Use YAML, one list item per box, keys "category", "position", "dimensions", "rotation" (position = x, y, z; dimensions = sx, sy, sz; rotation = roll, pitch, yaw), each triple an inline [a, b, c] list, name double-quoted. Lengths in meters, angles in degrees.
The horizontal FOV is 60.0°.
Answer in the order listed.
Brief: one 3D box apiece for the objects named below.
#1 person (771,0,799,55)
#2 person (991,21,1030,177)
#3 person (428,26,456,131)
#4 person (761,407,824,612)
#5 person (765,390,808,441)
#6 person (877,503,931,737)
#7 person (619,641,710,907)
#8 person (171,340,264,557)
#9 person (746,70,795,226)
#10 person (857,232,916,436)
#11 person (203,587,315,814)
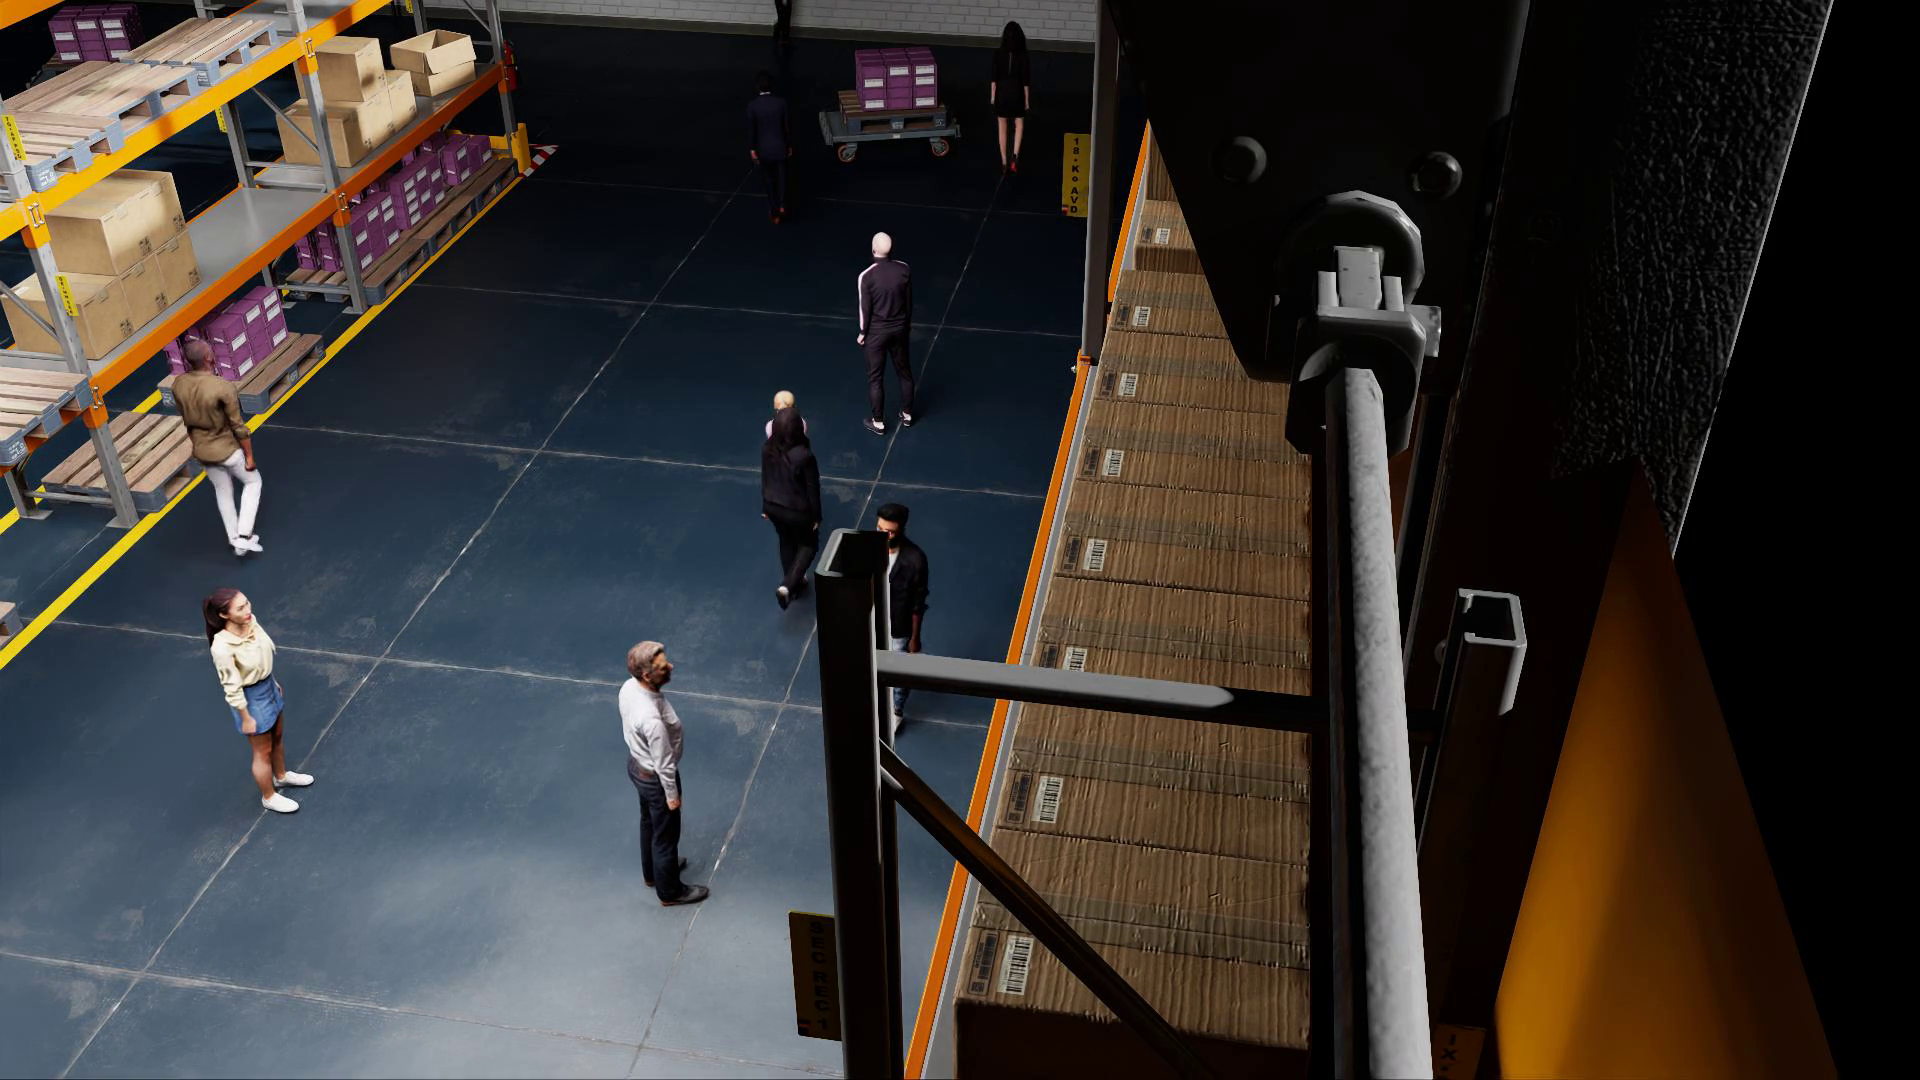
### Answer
- category: "person"
  position: [-2.490, -7.689, 23.393]
  dimensions: [0.698, 1.640, 0.534]
  rotation: [-1, 34, -2]
- category: "person"
  position: [0.566, -5.052, 19.290]
  dimensions: [0.630, 1.791, 0.727]
  rotation: [3, 34, 5]
- category: "person"
  position: [-6.443, -5.581, 20.407]
  dimensions: [0.710, 1.436, 0.623]
  rotation: [-11, 35, -16]
- category: "person"
  position: [-1.257, -0.183, 12.134]
  dimensions: [0.780, 1.603, 0.932]
  rotation: [13, 36, 18]
- category: "person"
  position: [-1.343, -0.568, 13.019]
  dimensions: [0.613, 1.264, 0.757]
  rotation: [-3, 34, -5]
- category: "person"
  position: [-0.408, 0.468, 10.973]
  dimensions: [0.861, 1.804, 0.911]
  rotation: [22, 40, 30]
- category: "person"
  position: [-1.762, 1.340, 9.649]
  dimensions: [0.793, 1.818, 0.706]
  rotation: [-17, 37, -24]
- category: "person"
  position: [-5.652, -0.634, 12.622]
  dimensions: [0.729, 1.814, 0.657]
  rotation: [5, 34, 7]
- category: "person"
  position: [-2.033, -4.220, 18.104]
  dimensions: [0.792, 1.717, 0.856]
  rotation: [-7, 34, -11]
- category: "person"
  position: [-0.630, -1.780, 14.325]
  dimensions: [0.764, 1.837, 0.798]
  rotation: [-17, 37, -24]
- category: "person"
  position: [-4.394, 0.975, 10.366]
  dimensions: [0.729, 1.631, 0.526]
  rotation: [2, 34, 2]
